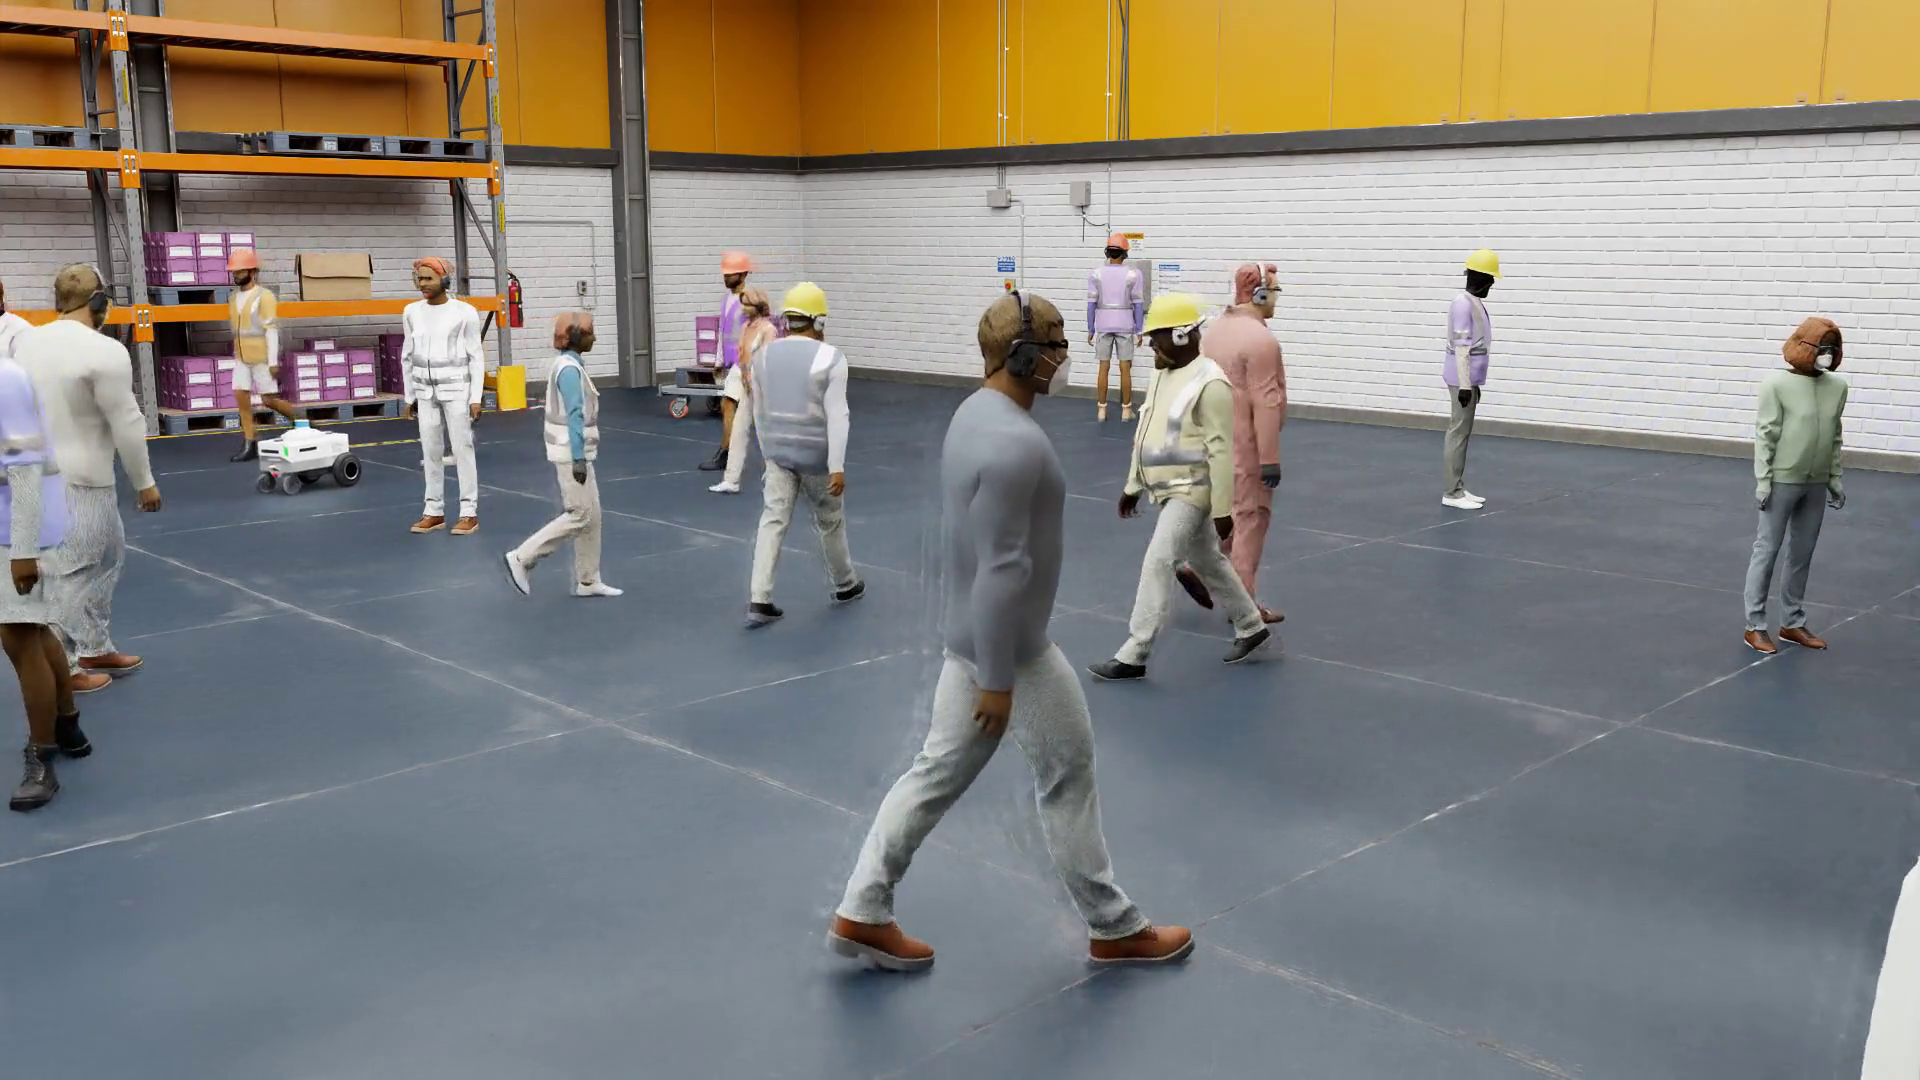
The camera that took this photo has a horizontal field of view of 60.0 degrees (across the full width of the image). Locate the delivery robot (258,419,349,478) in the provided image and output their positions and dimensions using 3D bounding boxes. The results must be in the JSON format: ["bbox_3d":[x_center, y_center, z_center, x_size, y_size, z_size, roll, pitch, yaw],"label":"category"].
[{"bbox_3d":[-5.225,-0.716,13.250,0.477,0.478,0.707,5,11,24],"label":"delivery robot"}]

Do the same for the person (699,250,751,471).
[{"bbox_3d":[-1.842,-1.561,14.447,0.880,1.905,0.554,-6,12,-29],"label":"person"}]

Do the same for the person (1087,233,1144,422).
[{"bbox_3d":[1.691,-2.305,18.105,0.614,2.040,0.390,2,11,12],"label":"person"}]

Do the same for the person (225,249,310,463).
[{"bbox_3d":[-6.323,-1.676,15.070,0.542,1.914,0.790,4,11,23],"label":"person"}]

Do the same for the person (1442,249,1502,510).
[{"bbox_3d":[3.804,-1.197,12.406,0.381,1.918,0.585,4,11,22],"label":"person"}]

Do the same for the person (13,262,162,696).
[{"bbox_3d":[-3.796,-0.256,7.312,0.631,1.899,0.693,7,13,35],"label":"person"}]

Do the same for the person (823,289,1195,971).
[{"bbox_3d":[0.096,0.272,4.501,1.034,1.894,0.649,-2,11,-10],"label":"person"}]

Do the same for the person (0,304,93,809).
[{"bbox_3d":[-3.470,-0.017,6.042,0.413,1.902,0.848,-6,12,-31],"label":"person"}]

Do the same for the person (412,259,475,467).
[{"bbox_3d":[-4.579,-1.557,14.631,0.463,1.833,0.520,-8,13,-36],"label":"person"}]

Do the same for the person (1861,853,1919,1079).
[{"bbox_3d":[0.965,0.796,1.504,0.753,1.927,0.639,5,12,27],"label":"person"}]

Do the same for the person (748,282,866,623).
[{"bbox_3d":[-0.835,-0.467,8.813,0.610,1.782,0.967,5,11,24],"label":"person"}]

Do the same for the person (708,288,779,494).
[{"bbox_3d":[-1.631,-1.130,12.858,0.757,1.602,0.545,-7,13,-34],"label":"person"}]

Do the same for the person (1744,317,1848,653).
[{"bbox_3d":[4.086,-0.266,8.107,0.498,1.632,0.284,-3,11,-16],"label":"person"}]

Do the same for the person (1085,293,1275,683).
[{"bbox_3d":[1.071,-0.242,7.629,0.982,1.779,0.581,-3,11,-16],"label":"person"}]

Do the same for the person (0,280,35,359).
[{"bbox_3d":[-5.363,-0.577,9.249,0.621,1.838,0.429,4,11,22],"label":"person"}]

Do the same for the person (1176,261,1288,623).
[{"bbox_3d":[1.467,-0.489,8.627,0.478,1.891,0.662,-2,11,-12],"label":"person"}]

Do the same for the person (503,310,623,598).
[{"bbox_3d":[-2.200,-0.453,9.158,0.565,1.616,0.525,-2,11,-10],"label":"person"}]

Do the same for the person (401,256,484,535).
[{"bbox_3d":[-3.505,-0.972,11.269,0.584,1.882,0.337,3,11,14],"label":"person"}]
